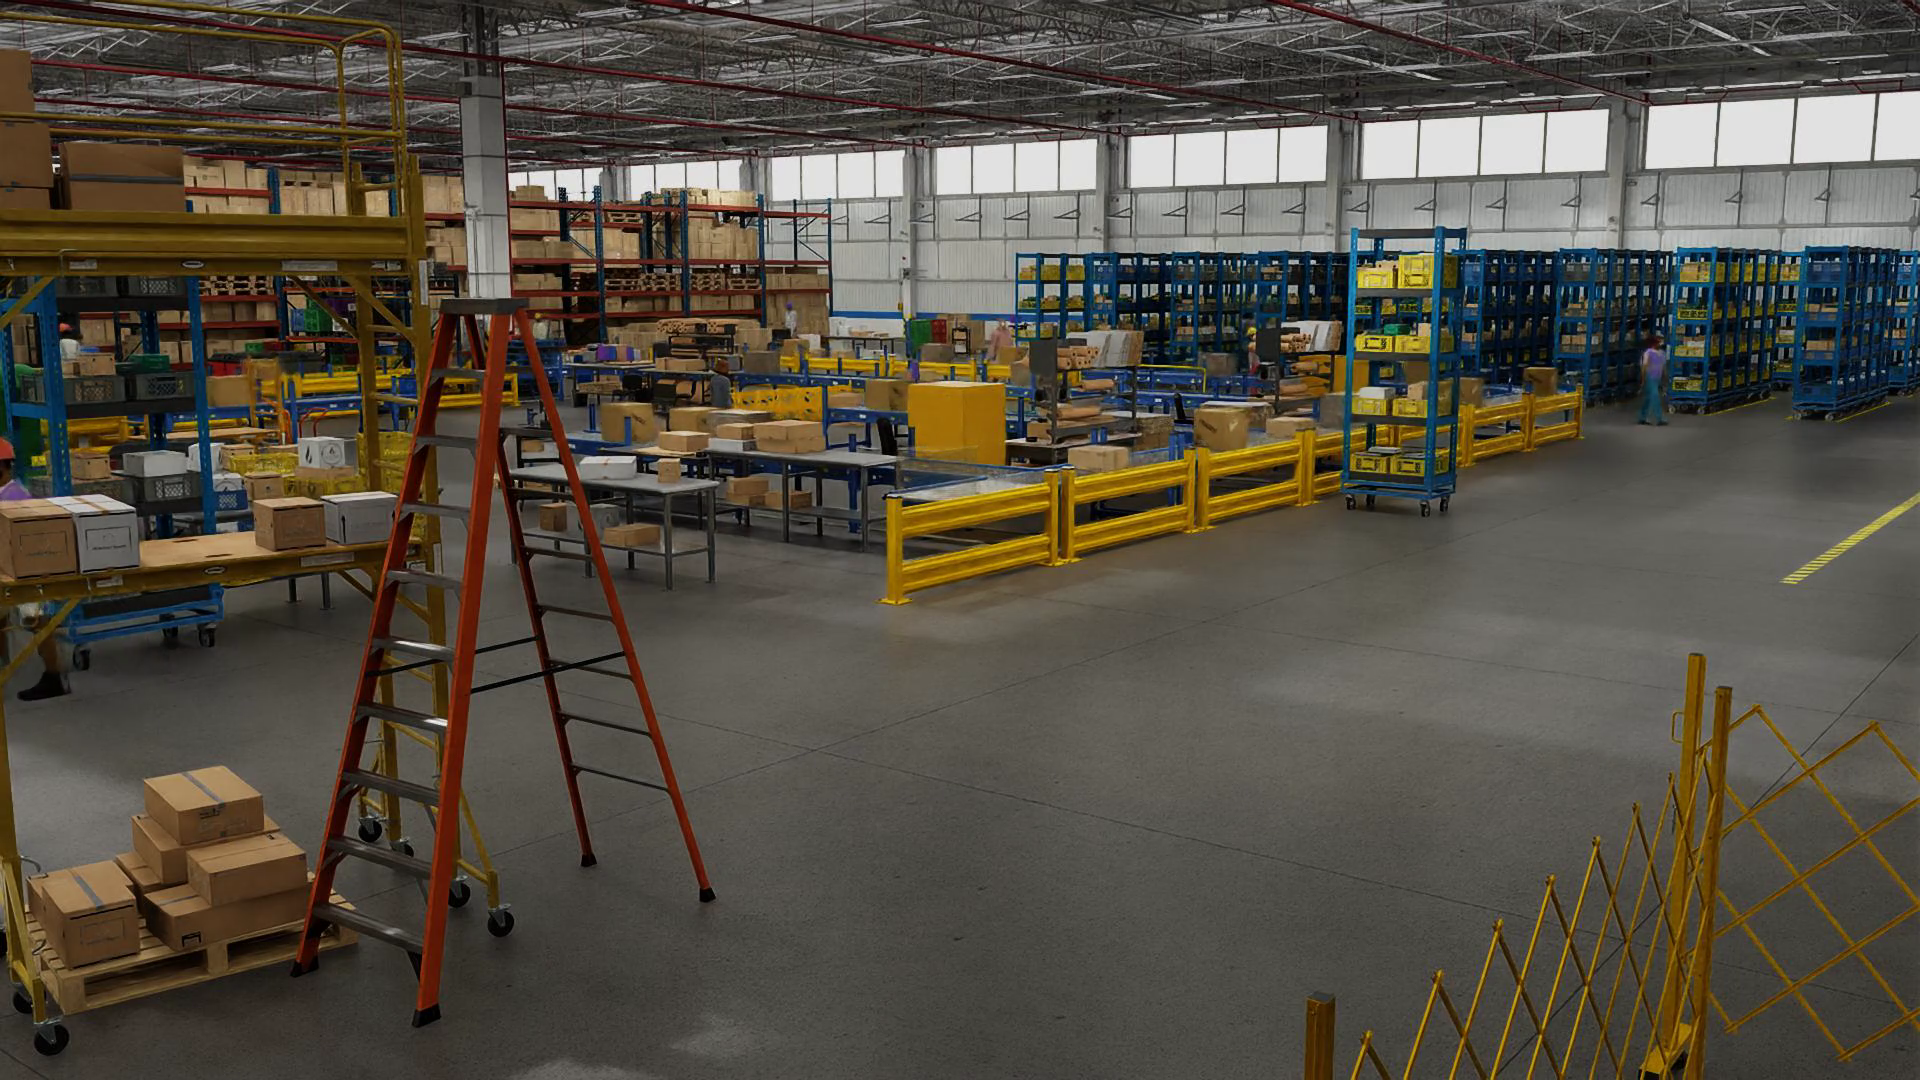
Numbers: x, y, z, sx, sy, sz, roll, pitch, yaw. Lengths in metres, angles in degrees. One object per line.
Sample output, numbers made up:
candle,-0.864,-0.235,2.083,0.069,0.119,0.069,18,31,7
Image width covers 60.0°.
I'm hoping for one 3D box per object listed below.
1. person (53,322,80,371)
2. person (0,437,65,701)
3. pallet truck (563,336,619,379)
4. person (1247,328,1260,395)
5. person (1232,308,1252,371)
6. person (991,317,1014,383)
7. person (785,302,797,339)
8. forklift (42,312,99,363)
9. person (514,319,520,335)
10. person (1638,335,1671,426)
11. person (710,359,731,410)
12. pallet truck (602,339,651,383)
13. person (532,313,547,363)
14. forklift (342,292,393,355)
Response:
person,-18.816,-3.594,35.180,0.927,2.018,0.613,3,10,19
person,-6.759,0.230,11.615,0.577,1.904,0.860,9,13,44
pallet truck,-10.690,-5.294,48.215,1.601,1.201,0.680,-5,10,-26
person,6.950,-4.158,39.490,0.334,1.756,0.546,2,9,11
person,8.676,-6.109,50.964,1.044,1.990,0.625,7,12,38
person,1.114,-4.971,44.174,0.648,1.881,0.787,-8,12,-39
person,-6.611,-8.346,65.079,0.612,1.934,0.493,7,12,38
forklift,-23.779,-5.451,44.052,1.873,2.768,1.129,7,11,36
person,-12.590,-5.293,46.513,0.609,1.760,0.956,-2,9,-14
person,13.938,-3.173,33.163,0.586,1.807,0.897,-7,12,-38
person,-3.923,-2.155,27.363,0.274,1.632,0.503,-8,12,-41
pallet truck,-8.991,-4.871,45.351,0.653,1.274,1.630,7,11,37
person,-14.050,-6.712,55.553,0.527,1.722,0.921,6,11,34
forklift,-16.485,-5.622,45.120,1.129,2.768,1.873,7,11,37
